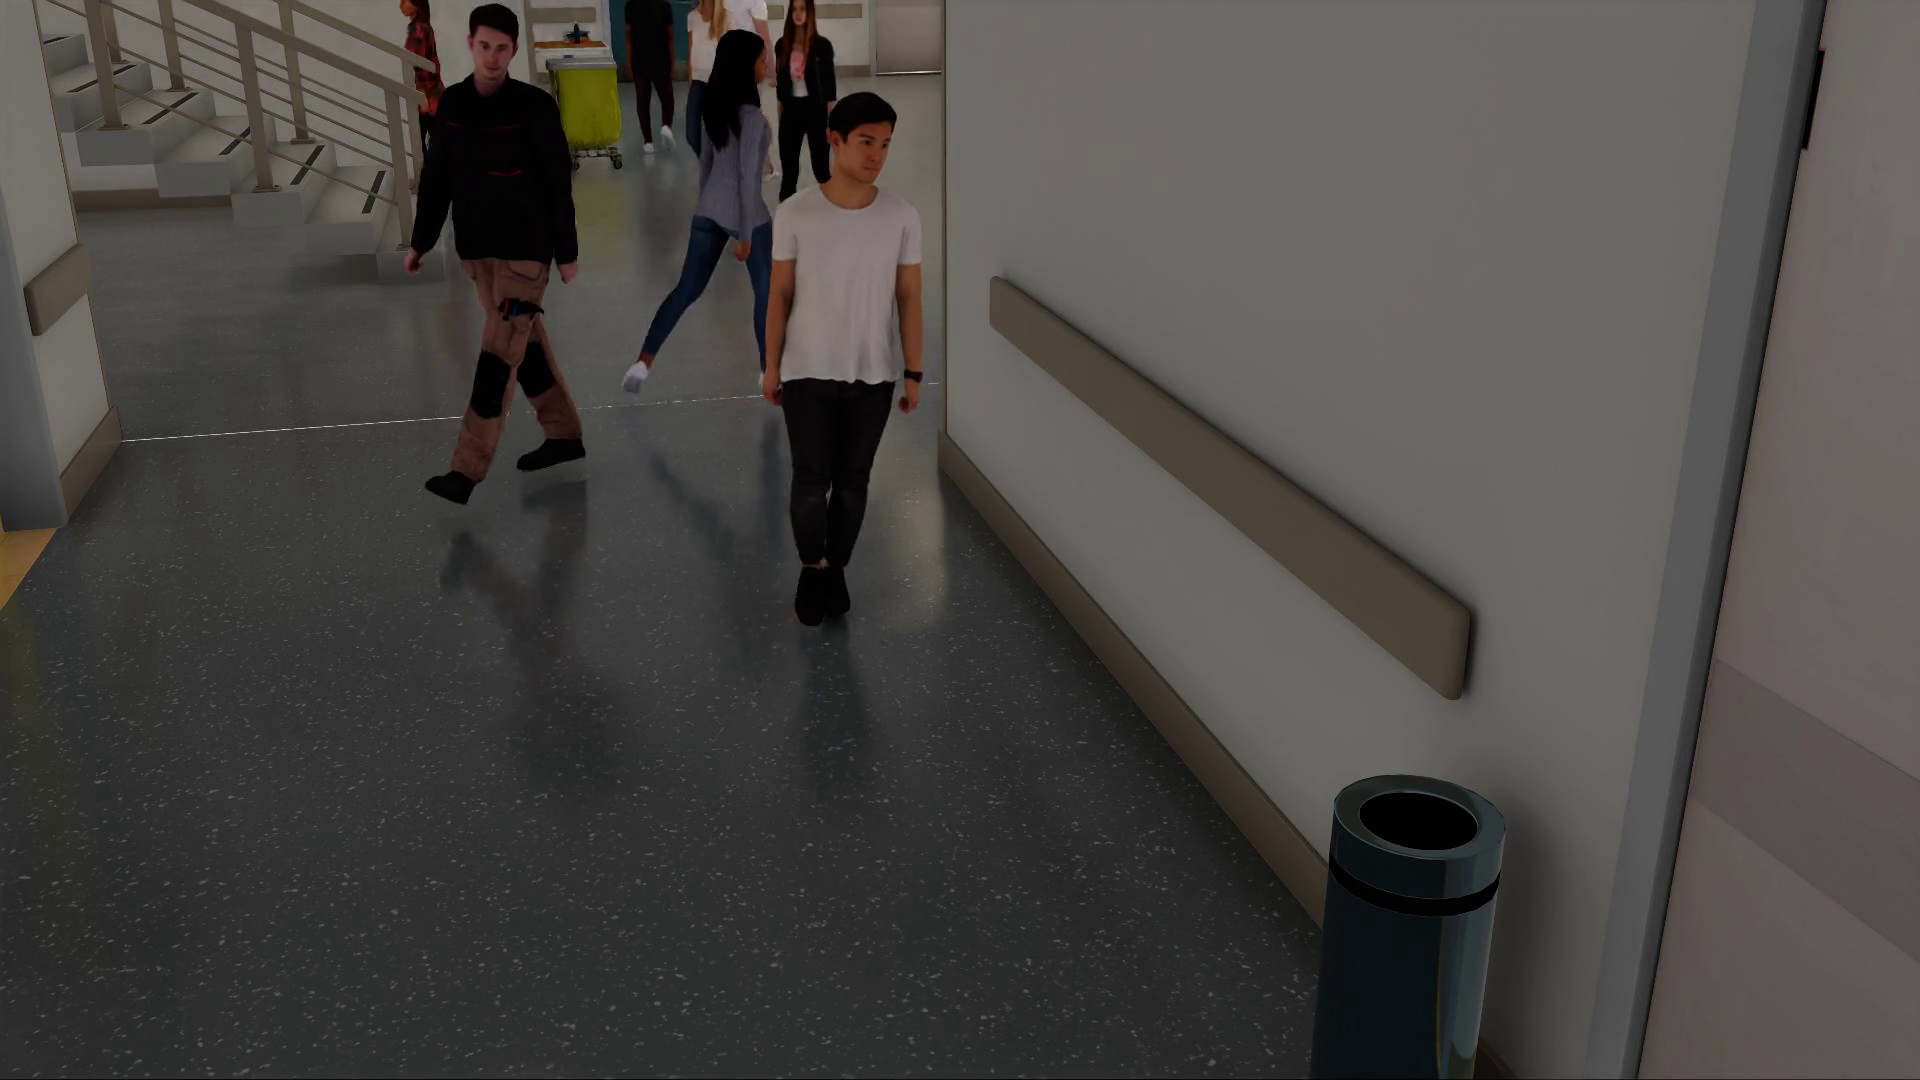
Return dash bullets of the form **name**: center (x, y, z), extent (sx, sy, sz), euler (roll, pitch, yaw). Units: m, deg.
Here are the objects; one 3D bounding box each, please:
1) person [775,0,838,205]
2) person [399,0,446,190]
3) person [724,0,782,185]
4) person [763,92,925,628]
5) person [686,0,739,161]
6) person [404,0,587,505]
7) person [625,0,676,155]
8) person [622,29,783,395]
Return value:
- **person**: center (-1.037, -2.936, 11.670), extent (1.080, 1.678, 1.033), euler (6, 22, 15)
- **person**: center (-4.070, -3.447, 13.025), extent (1.050, 1.674, 0.664), euler (-3, 21, -9)
- **person**: center (-1.851, -3.849, 13.843), extent (1.191, 1.847, 1.279), euler (15, 26, 35)
- **person**: center (-0.392, -0.582, 5.383), extent (0.560, 1.699, 0.740), euler (-3, 21, -7)
- **person**: center (-1.896, -3.527, 13.066), extent (0.725, 1.795, 0.799), euler (7, 22, 18)
- **person**: center (-1.712, -1.089, 6.537), extent (1.245, 1.861, 1.254), euler (11, 23, 26)
- **person**: center (-2.959, -4.590, 15.909), extent (0.697, 1.769, 0.710), euler (-4, 21, -11)
- **person**: center (-1.157, -1.453, 7.727), extent (1.034, 1.698, 1.248), euler (19, 28, 40)
